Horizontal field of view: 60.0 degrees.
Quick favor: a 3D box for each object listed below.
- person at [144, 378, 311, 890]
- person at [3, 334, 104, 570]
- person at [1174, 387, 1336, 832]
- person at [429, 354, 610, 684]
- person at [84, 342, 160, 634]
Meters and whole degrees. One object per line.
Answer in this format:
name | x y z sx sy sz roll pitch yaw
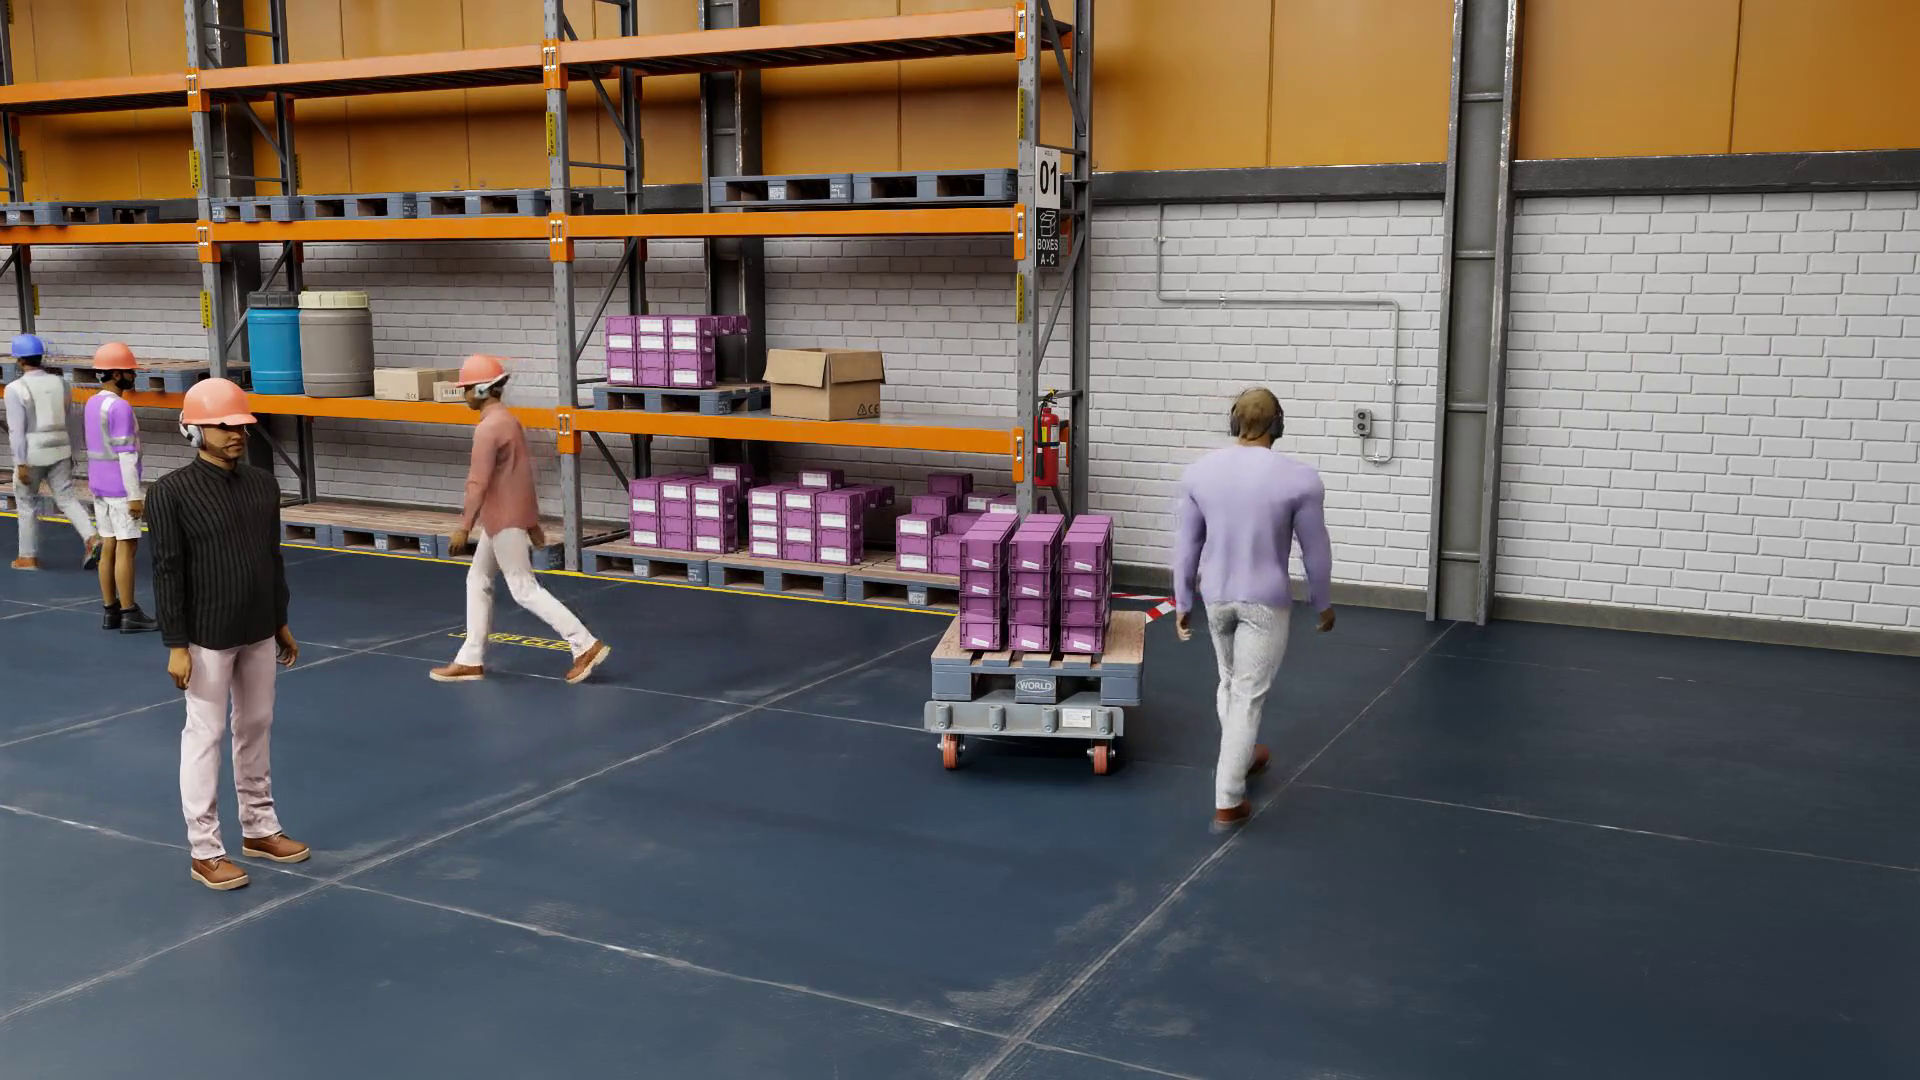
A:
person | -2.893 0.357 6.587 0.377 1.995 0.612 4 10 23
person | -7.273 -0.685 13.270 0.883 1.924 0.614 4 10 26
person | 1.329 0.274 7.396 0.642 1.896 0.959 6 11 34
person | -2.575 -0.111 9.667 1.014 1.948 0.605 -1 9 -7
person | -5.591 -0.346 11.094 0.546 1.939 0.375 8 12 42
